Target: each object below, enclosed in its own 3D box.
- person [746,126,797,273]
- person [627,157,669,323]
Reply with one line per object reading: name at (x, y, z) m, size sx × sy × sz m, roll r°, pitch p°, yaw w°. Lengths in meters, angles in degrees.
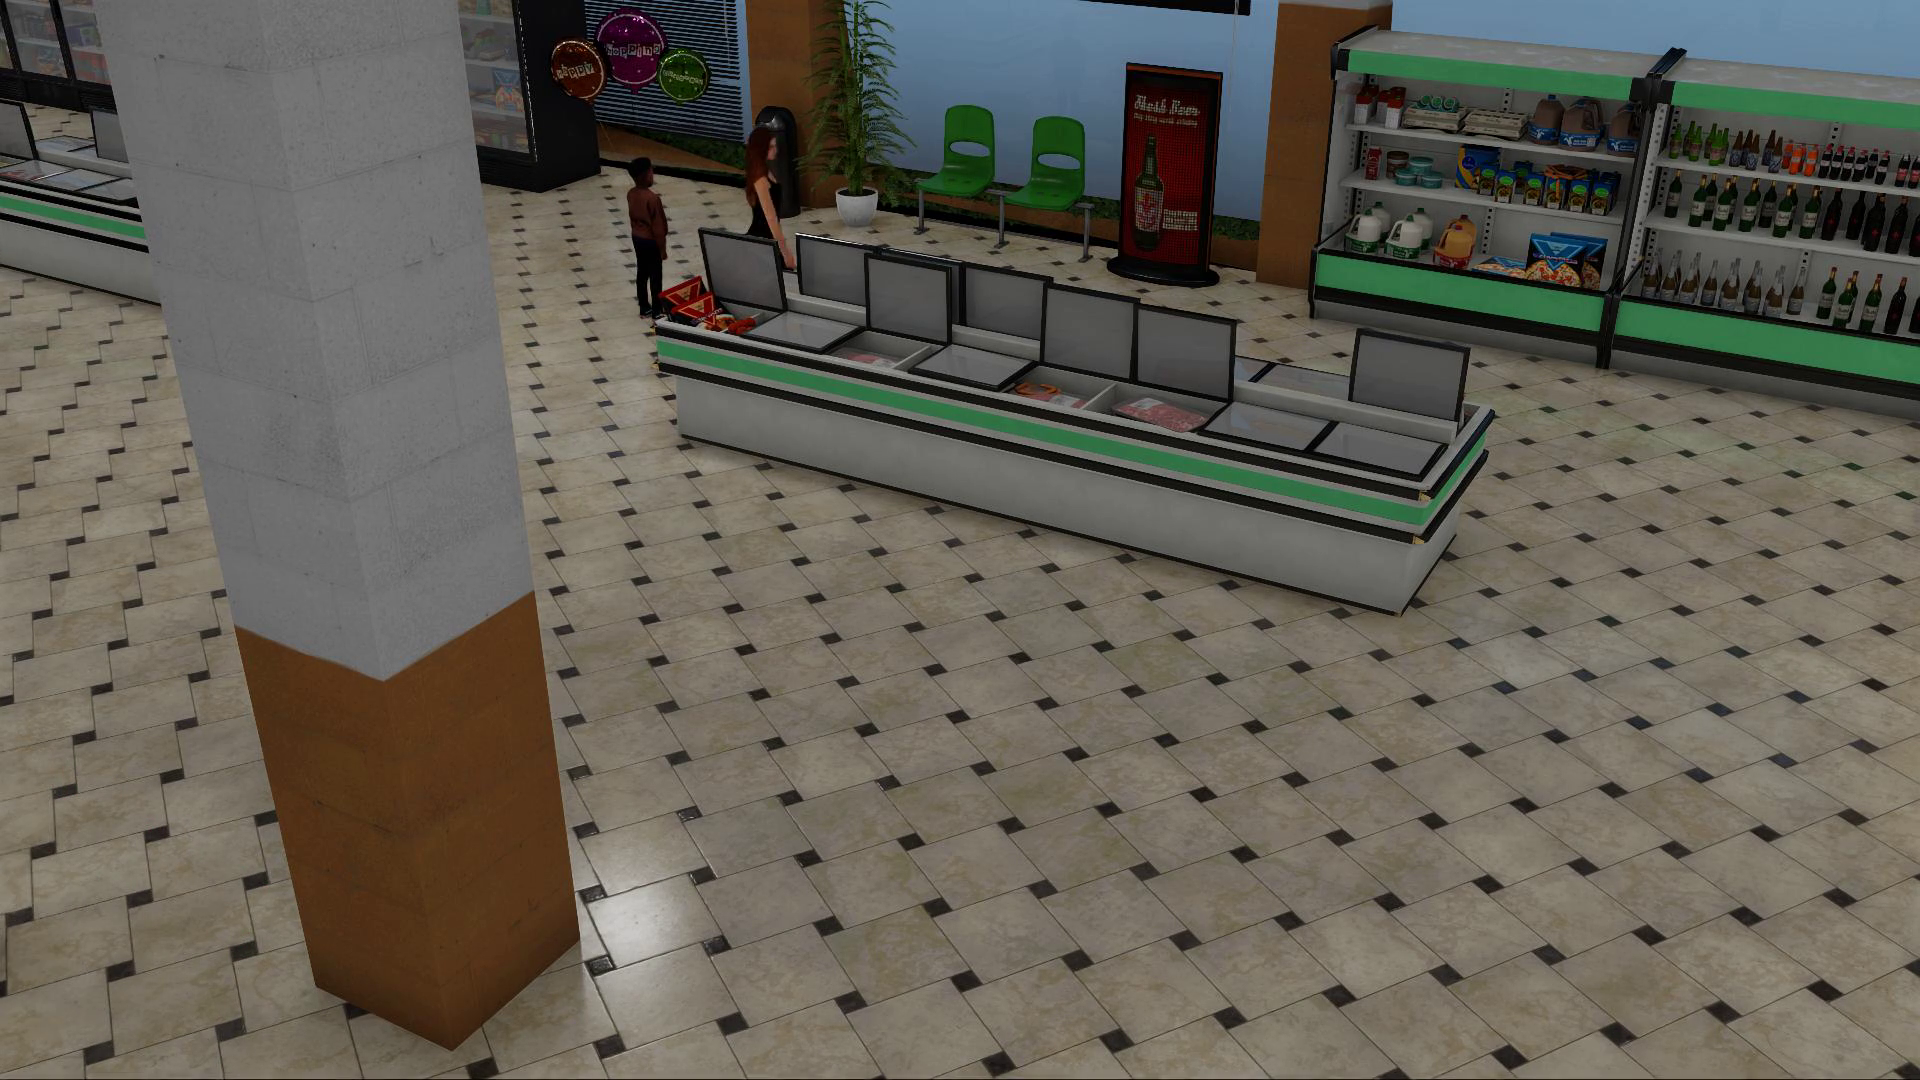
person at (-1.476, -2.044, 11.710) m, size 0.814 × 1.702 × 0.739 m, roll -1°, pitch 27°, yaw -2°
person at (-2.389, -2.295, 12.698) m, size 0.474 × 1.256 × 0.621 m, roll 23°, pitch 35°, yaw 37°
